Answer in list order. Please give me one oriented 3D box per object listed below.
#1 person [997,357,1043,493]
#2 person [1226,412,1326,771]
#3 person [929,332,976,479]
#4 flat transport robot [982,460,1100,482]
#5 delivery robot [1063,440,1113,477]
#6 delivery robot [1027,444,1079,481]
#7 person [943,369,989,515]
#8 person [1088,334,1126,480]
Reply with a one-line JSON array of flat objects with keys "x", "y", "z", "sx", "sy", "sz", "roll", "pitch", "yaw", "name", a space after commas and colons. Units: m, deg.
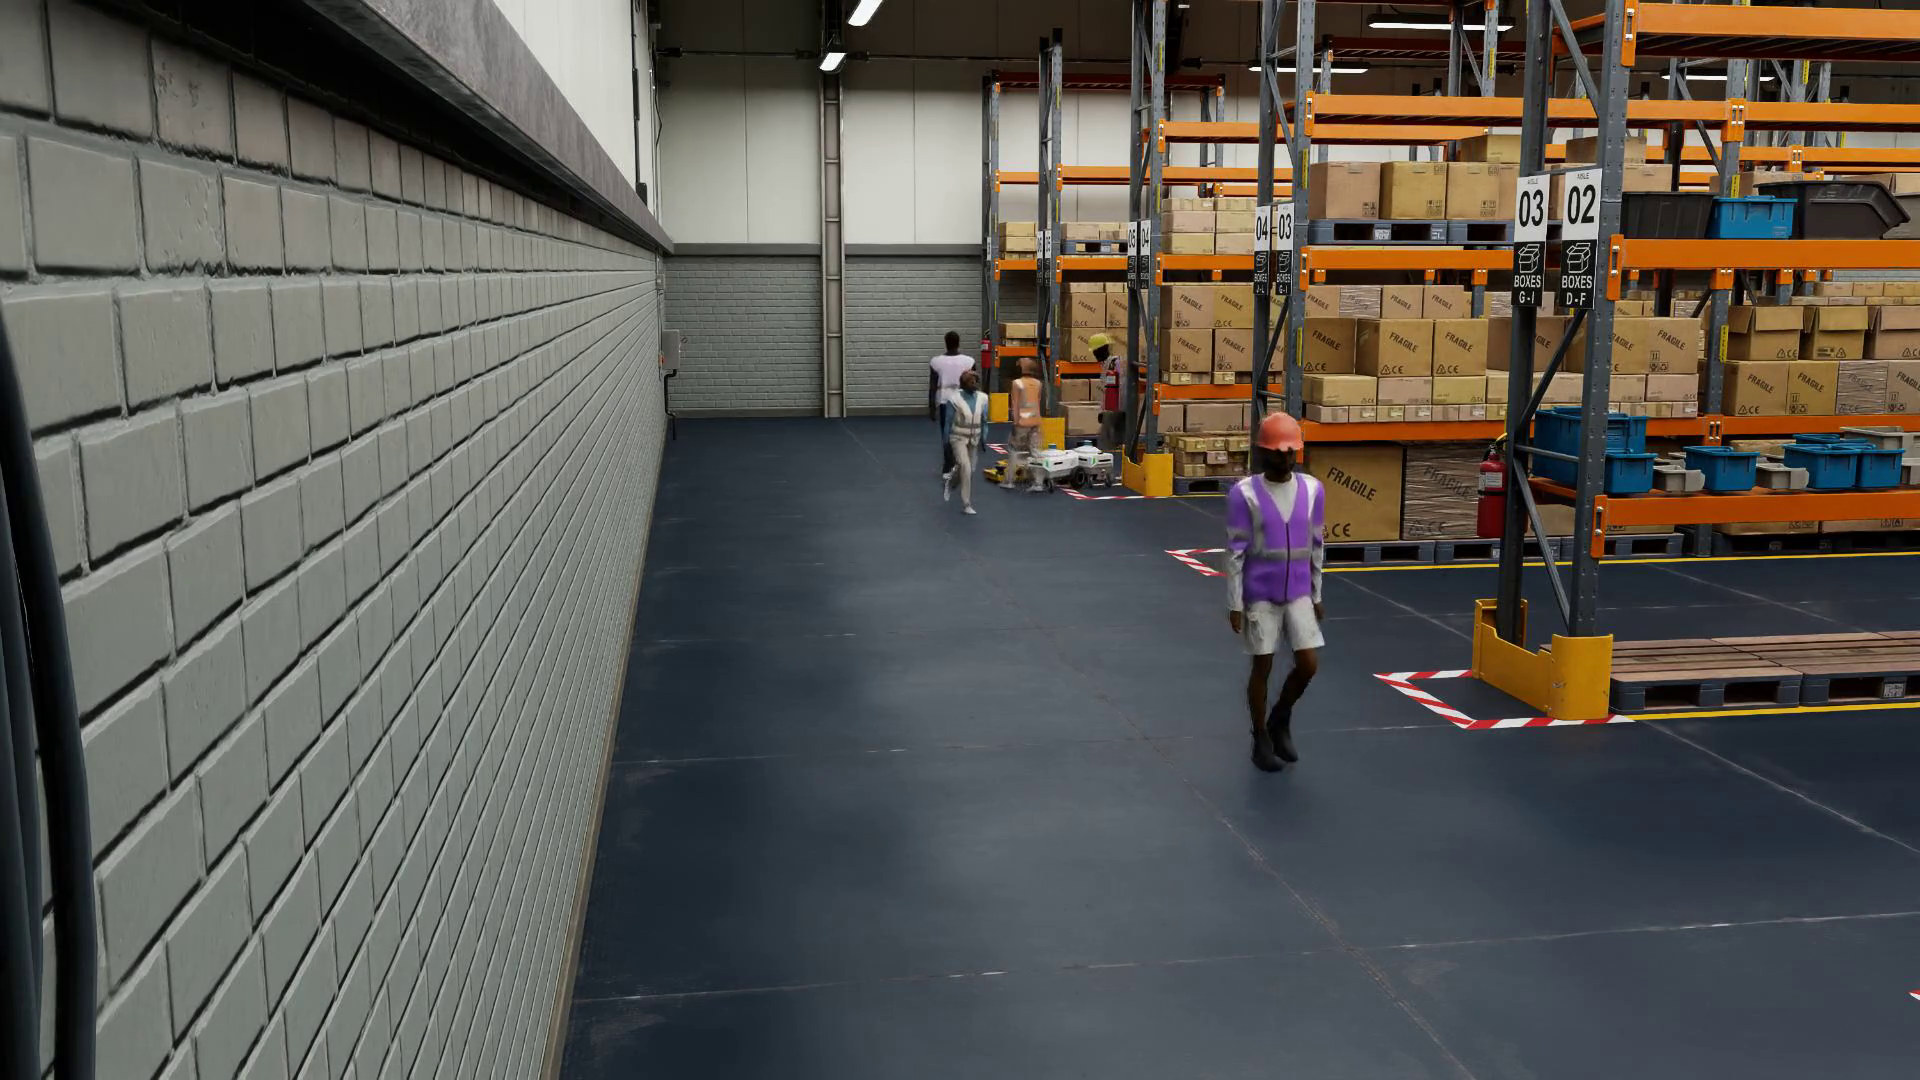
[{"x": 0.730, "y": -1.379, "z": 19.938, "sx": 0.535, "sy": 1.613, "sz": 0.695, "roll": -8, "pitch": 12, "yaw": -42, "name": "person"}, {"x": 1.675, "y": 0.281, "z": 8.780, "sx": 0.564, "sy": 1.917, "sz": 0.410, "roll": -2, "pitch": 9, "yaw": -11, "name": "person"}, {"x": -0.077, "y": -1.745, "z": 21.463, "sx": 0.581, "sy": 1.856, "sz": 1.034, "roll": 2, "pitch": 9, "yaw": 11, "name": "person"}, {"x": 1.056, "y": -0.899, "z": 21.135, "sx": 1.431, "sy": 0.197, "sz": 0.652, "roll": -3, "pitch": 10, "yaw": -18, "name": "flat transport robot"}, {"x": 1.573, "y": -0.984, "z": 20.501, "sx": 0.477, "sy": 0.478, "sz": 0.707, "roll": -6, "pitch": 11, "yaw": -32, "name": "delivery robot"}, {"x": 1.123, "y": -0.922, "z": 20.115, "sx": 0.477, "sy": 0.478, "sz": 0.707, "roll": 7, "pitch": 12, "yaw": 38, "name": "delivery robot"}, {"x": -0.002, "y": -1.103, "z": 18.325, "sx": 0.492, "sy": 1.594, "sz": 0.707, "roll": -6, "pitch": 11, "yaw": -31, "name": "person"}, {"x": 1.833, "y": -1.661, "z": 20.963, "sx": 0.937, "sy": 1.849, "sz": 0.659, "roll": 0, "pitch": 9, "yaw": -1, "name": "person"}]
